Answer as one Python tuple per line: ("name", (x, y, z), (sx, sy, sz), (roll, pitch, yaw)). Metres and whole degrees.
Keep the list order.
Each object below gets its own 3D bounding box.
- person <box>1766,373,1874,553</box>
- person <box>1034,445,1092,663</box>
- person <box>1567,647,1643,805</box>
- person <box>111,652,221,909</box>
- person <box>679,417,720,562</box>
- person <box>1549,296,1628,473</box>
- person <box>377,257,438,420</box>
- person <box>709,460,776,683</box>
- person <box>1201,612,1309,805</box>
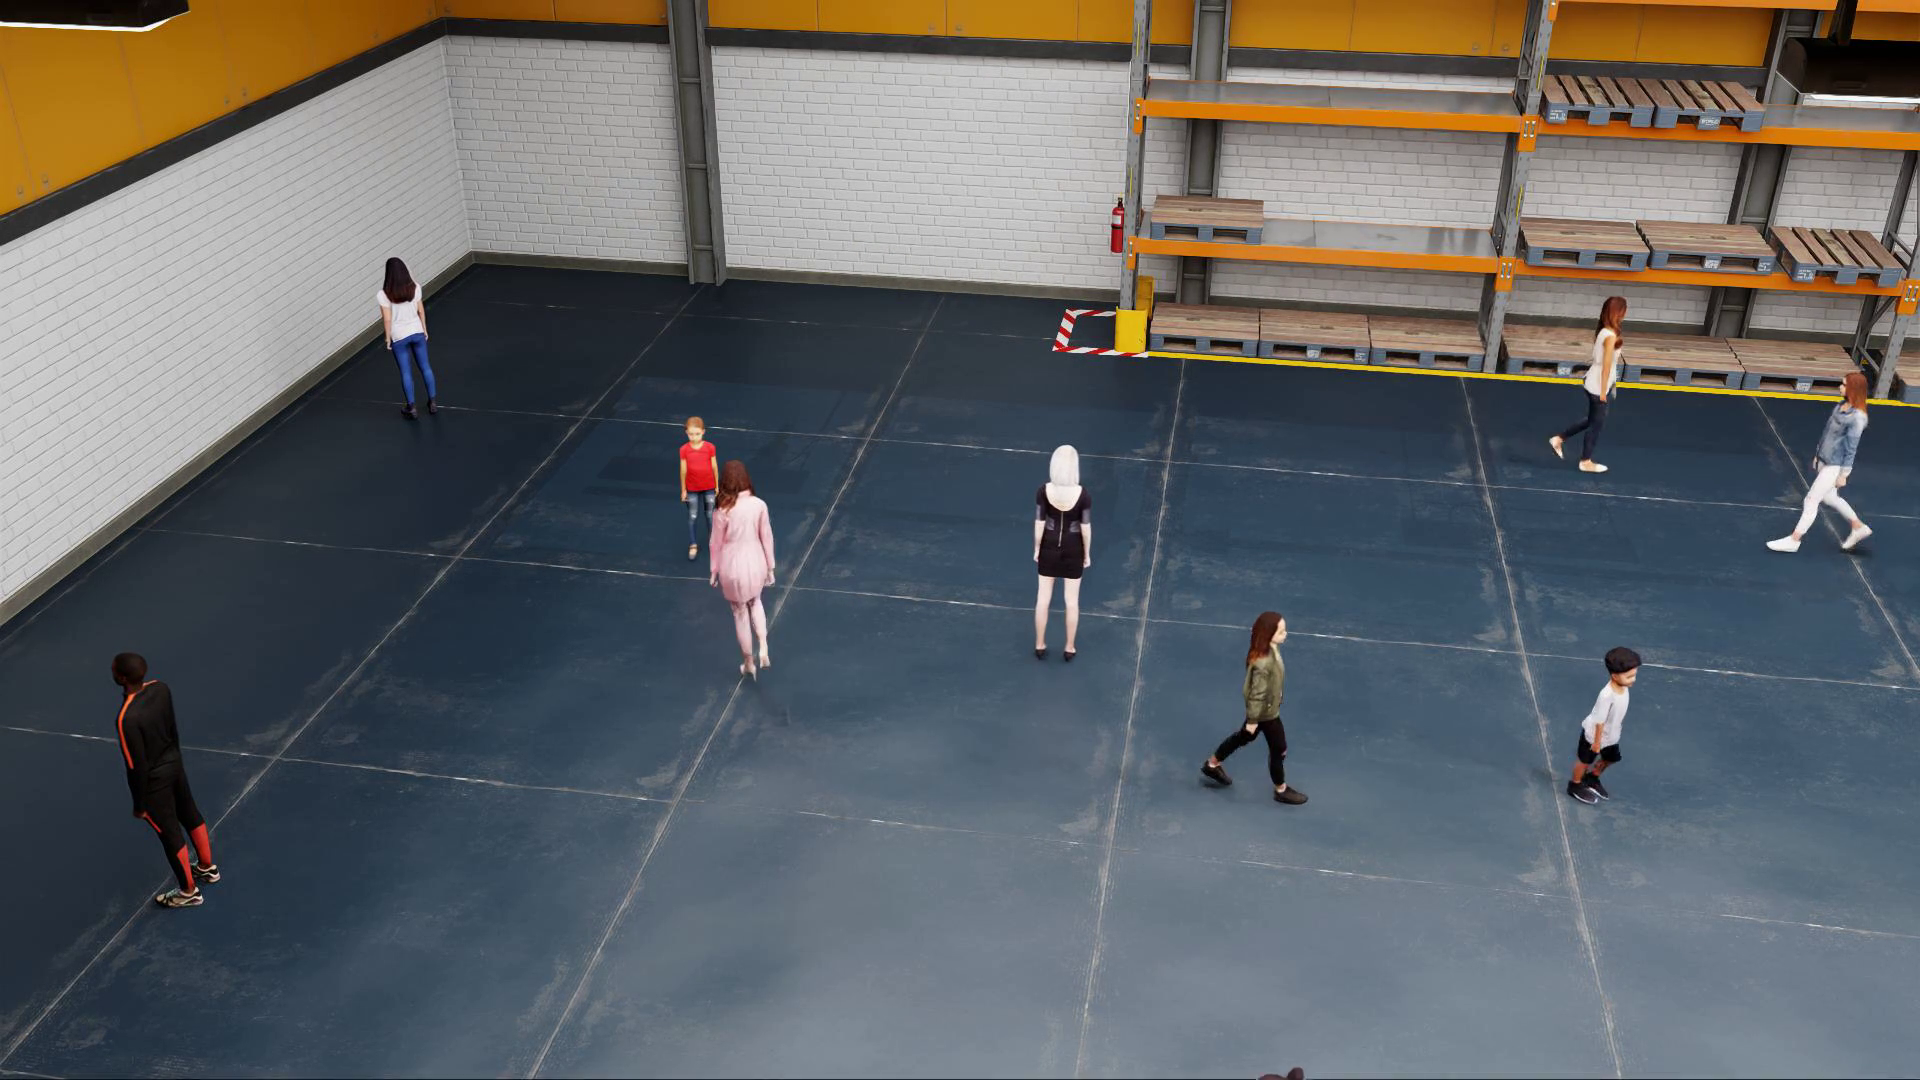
("person", (7.554, -0.623, 14.210), (1.084, 1.674, 0.635), (4, 29, 7))
("person", (0.769, 0.117, 12.695), (0.406, 1.826, 0.637), (4, 29, 8))
("person", (4.300, 1.228, 11.268), (0.596, 1.243, 0.644), (-25, 37, -38))
("person", (-4.929, 1.457, 10.256), (0.518, 1.808, 0.618), (4, 29, 8))
("person", (-2.234, -0.463, 14.298), (0.516, 1.309, 0.615), (-7, 29, -12))
("person", (5.919, -1.463, 15.642), (0.793, 1.777, 0.632), (6, 29, 11))
("person", (-5.571, -2.030, 16.778), (0.675, 1.685, 0.731), (-19, 34, -31))
("person", (-1.595, 0.290, 12.415), (0.745, 1.791, 0.819), (-14, 32, -24))
("person", (1.974, 1.127, 11.242), (0.992, 1.445, 0.653), (8, 30, 14))
